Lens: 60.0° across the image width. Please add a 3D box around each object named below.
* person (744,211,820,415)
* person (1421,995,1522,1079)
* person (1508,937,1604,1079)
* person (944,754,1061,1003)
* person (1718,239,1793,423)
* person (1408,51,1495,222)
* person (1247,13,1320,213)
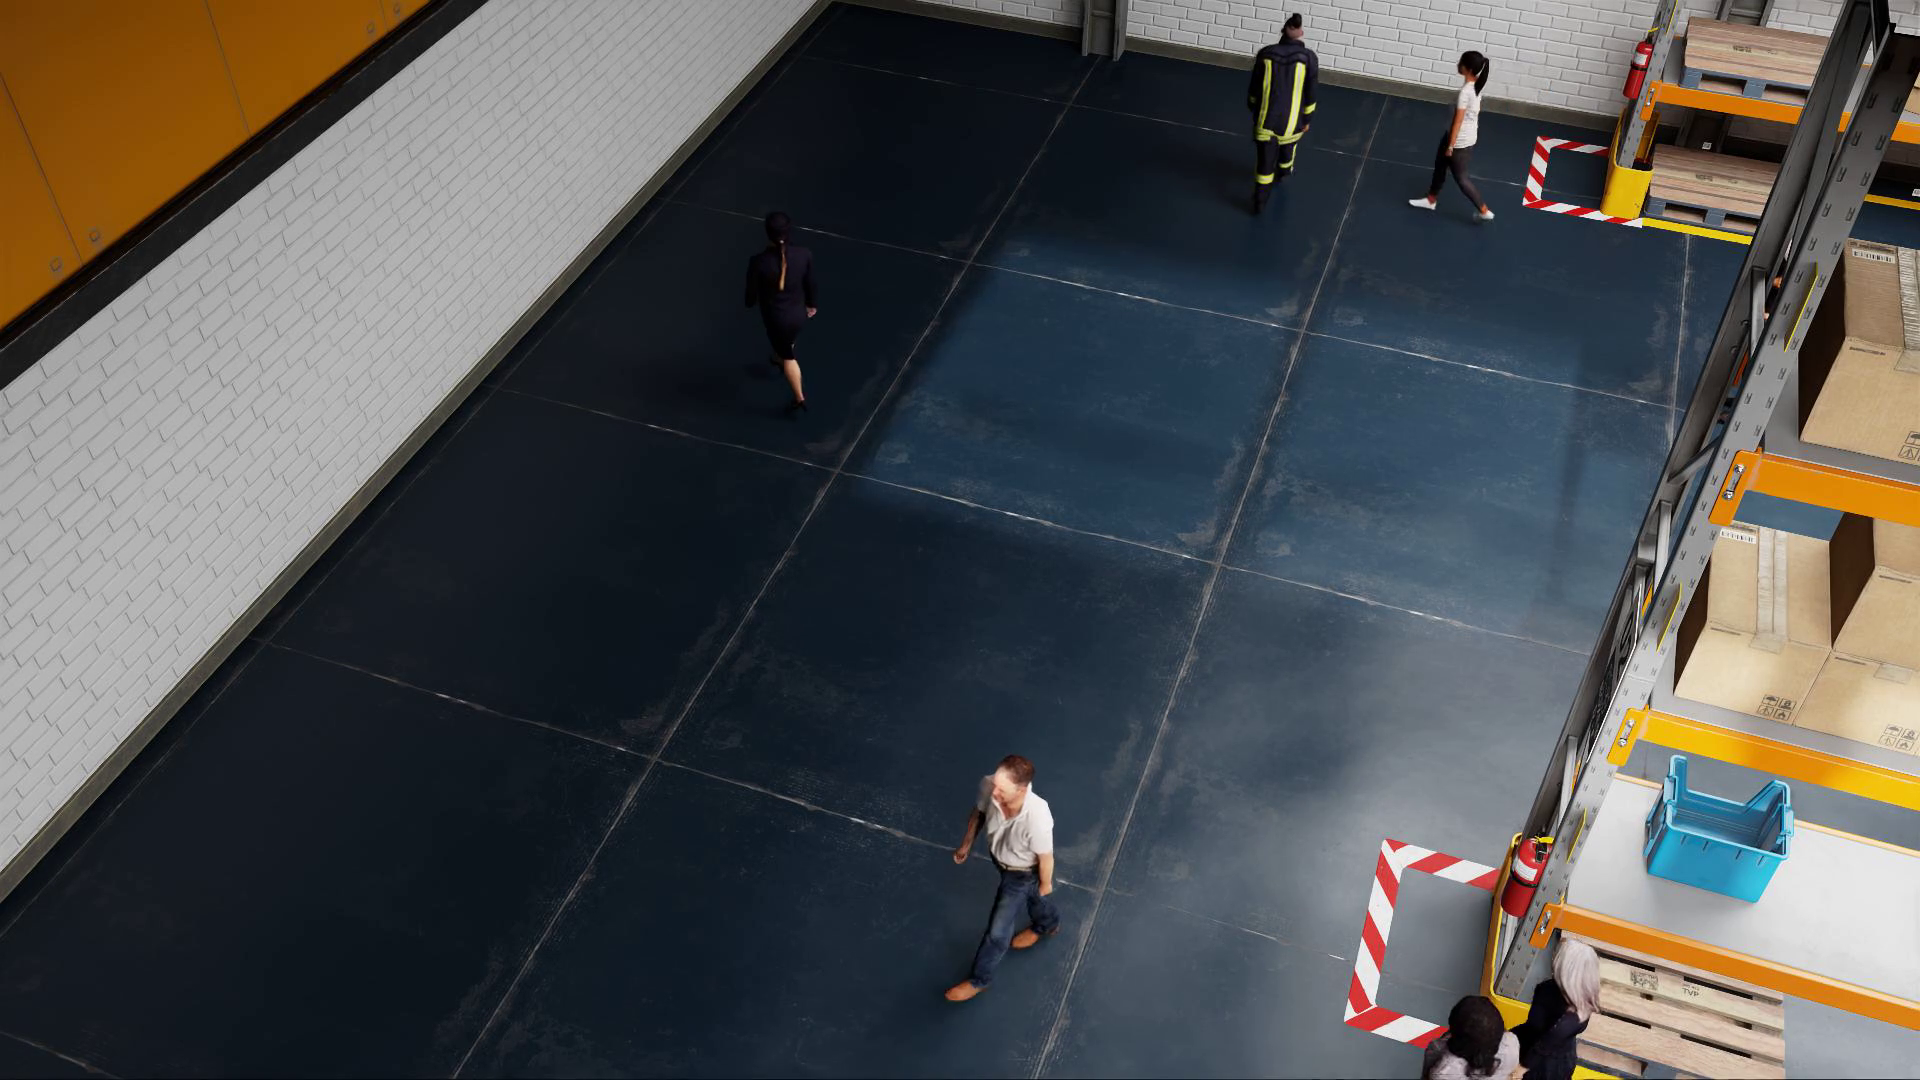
[{"bbox_3d":[-1.341,-1.690,12.806,1.061,1.628,1.159,-22,48,-22],"label":"person"},{"bbox_3d":[2.474,2.790,8.125,0.793,1.599,0.854,-17,46,-17],"label":"person"},{"bbox_3d":[2.965,2.596,8.241,0.982,1.718,0.572,14,45,14],"label":"person"},{"bbox_3d":[0.400,1.715,9.094,1.141,1.819,1.121,-21,47,-21],"label":"person"},{"bbox_3d":[6.164,-1.589,12.695,0.678,1.634,0.679,26,50,25],"label":"person"},{"bbox_3d":[4.521,-3.536,14.753,1.031,1.614,0.632,23,48,22],"label":"person"},{"bbox_3d":[2.847,-3.789,14.872,1.082,1.817,0.904,10,44,10],"label":"person"}]
